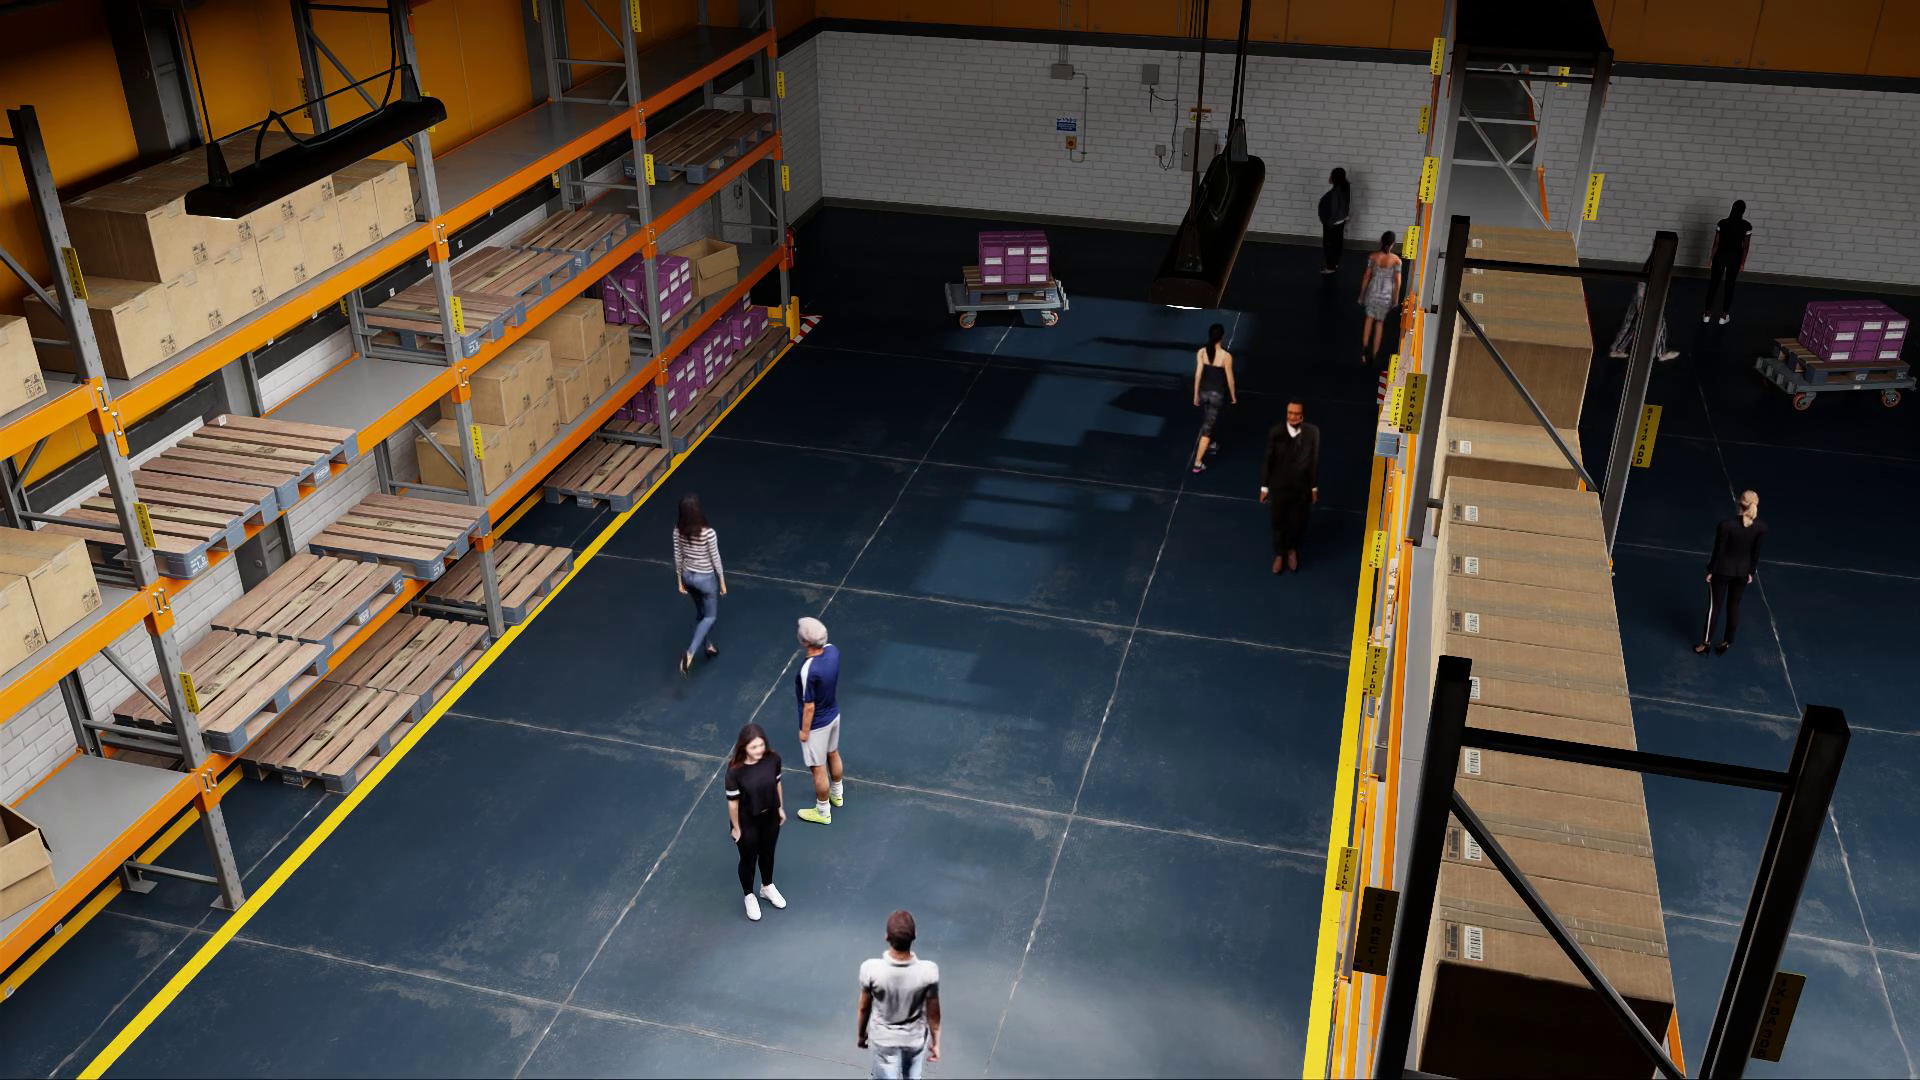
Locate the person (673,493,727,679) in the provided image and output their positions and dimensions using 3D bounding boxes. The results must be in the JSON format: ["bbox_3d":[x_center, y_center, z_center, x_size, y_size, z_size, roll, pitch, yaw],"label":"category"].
[{"bbox_3d":[-2.360,0.444,14.902,0.668,1.773,1.009,10,30,18],"label":"person"}]

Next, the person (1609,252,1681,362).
[{"bbox_3d":[8.814,-3.071,21.494,0.947,1.633,1.131,0,29,0],"label":"person"}]

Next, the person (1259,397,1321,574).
[{"bbox_3d":[3.323,-0.578,16.655,0.724,1.891,0.668,8,30,14],"label":"person"}]

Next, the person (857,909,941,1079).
[{"bbox_3d":[-0.367,3.071,10.037,0.955,1.822,1.268,-3,29,-6],"label":"person"}]

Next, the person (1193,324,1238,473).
[{"bbox_3d":[2.788,-1.557,18.646,0.810,1.702,1.058,20,35,33],"label":"person"}]

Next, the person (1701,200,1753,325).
[{"bbox_3d":[10.499,-3.813,22.754,0.657,1.729,0.645,14,31,23],"label":"person"}]

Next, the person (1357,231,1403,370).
[{"bbox_3d":[5.312,-3.025,21.232,0.712,1.803,0.710,15,32,25],"label":"person"}]

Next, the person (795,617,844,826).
[{"bbox_3d":[-1.106,1.398,13.089,0.727,1.836,0.539,12,31,21],"label":"person"}]

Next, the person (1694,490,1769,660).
[{"bbox_3d":[7.046,0.318,15.203,0.658,1.707,0.621,0,29,1],"label":"person"}]

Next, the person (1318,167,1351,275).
[{"bbox_3d":[5.594,-4.766,24.653,0.729,1.583,0.908,-23,36,-35],"label":"person"}]

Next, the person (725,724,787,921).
[{"bbox_3d":[-1.483,2.022,12.150,0.701,1.639,0.774,-19,34,-31],"label":"person"}]
